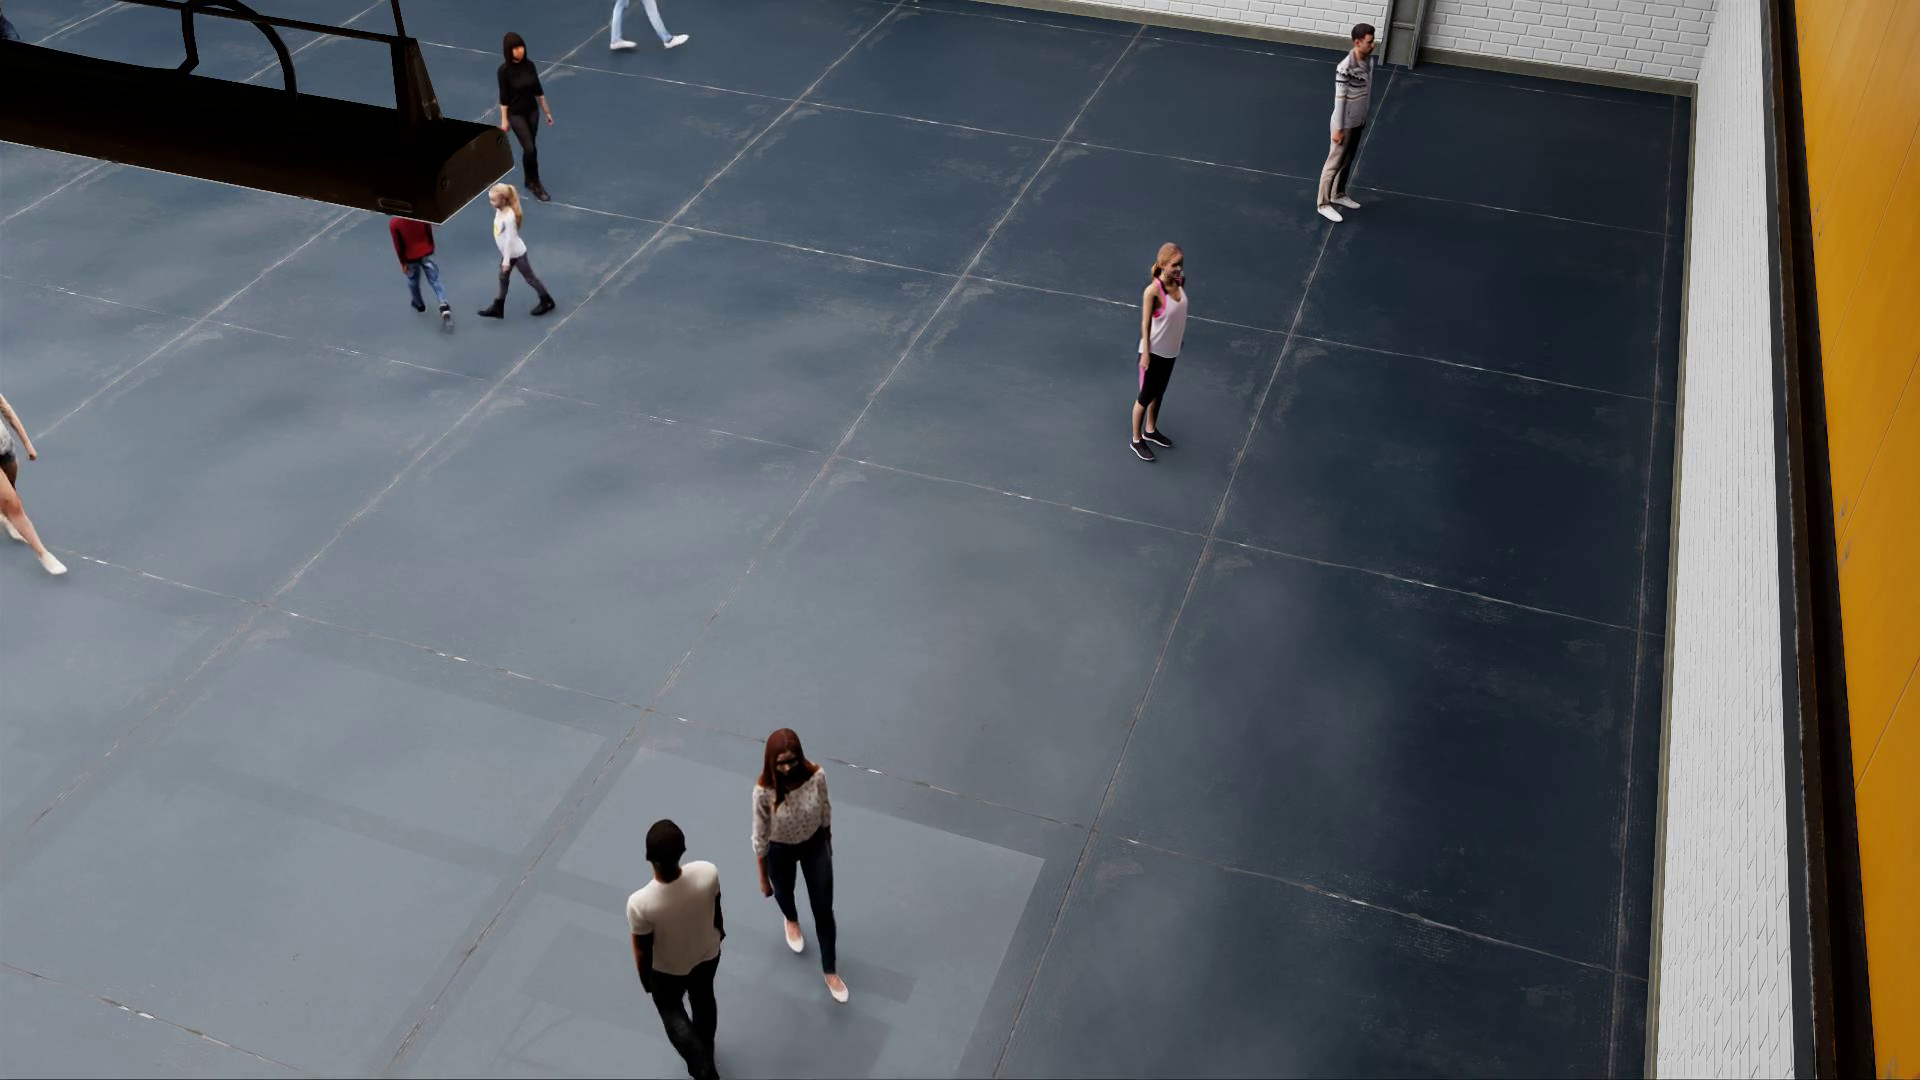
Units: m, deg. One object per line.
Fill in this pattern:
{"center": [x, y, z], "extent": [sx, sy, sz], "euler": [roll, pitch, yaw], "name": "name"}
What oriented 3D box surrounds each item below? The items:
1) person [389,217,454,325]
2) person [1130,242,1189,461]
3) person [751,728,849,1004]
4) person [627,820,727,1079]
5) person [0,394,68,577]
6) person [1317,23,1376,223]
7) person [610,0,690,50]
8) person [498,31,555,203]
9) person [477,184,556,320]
{"center": [-4.593, -2.424, 14.170], "extent": [0.780, 1.246, 0.893], "euler": [-23, 44, -26], "name": "person"}
{"center": [1.495, -1.438, 12.504], "extent": [0.662, 1.786, 0.686], "euler": [31, 48, 33], "name": "person"}
{"center": [-0.895, 1.577, 8.793], "extent": [0.982, 1.705, 0.989], "euler": [-12, 40, -14], "name": "person"}
{"center": [-1.305, 2.088, 8.093], "extent": [0.903, 1.781, 0.991], "euler": [-23, 44, -26], "name": "person"}
{"center": [-6.734, -0.607, 11.521], "extent": [1.189, 1.713, 0.837], "euler": [27, 46, 30], "name": "person"}
{"center": [3.637, -3.945, 15.583], "extent": [0.681, 1.861, 0.749], "euler": [26, 45, 28], "name": "person"}
{"center": [-3.793, -6.356, 18.644], "extent": [1.224, 1.808, 1.080], "euler": [-11, 40, -13], "name": "person"}
{"center": [-4.242, -4.104, 15.969], "extent": [0.841, 1.628, 0.749], "euler": [29, 47, 31], "name": "person"}
{"center": [-3.744, -2.453, 14.209], "extent": [0.900, 1.245, 0.874], "euler": [-19, 43, -23], "name": "person"}
